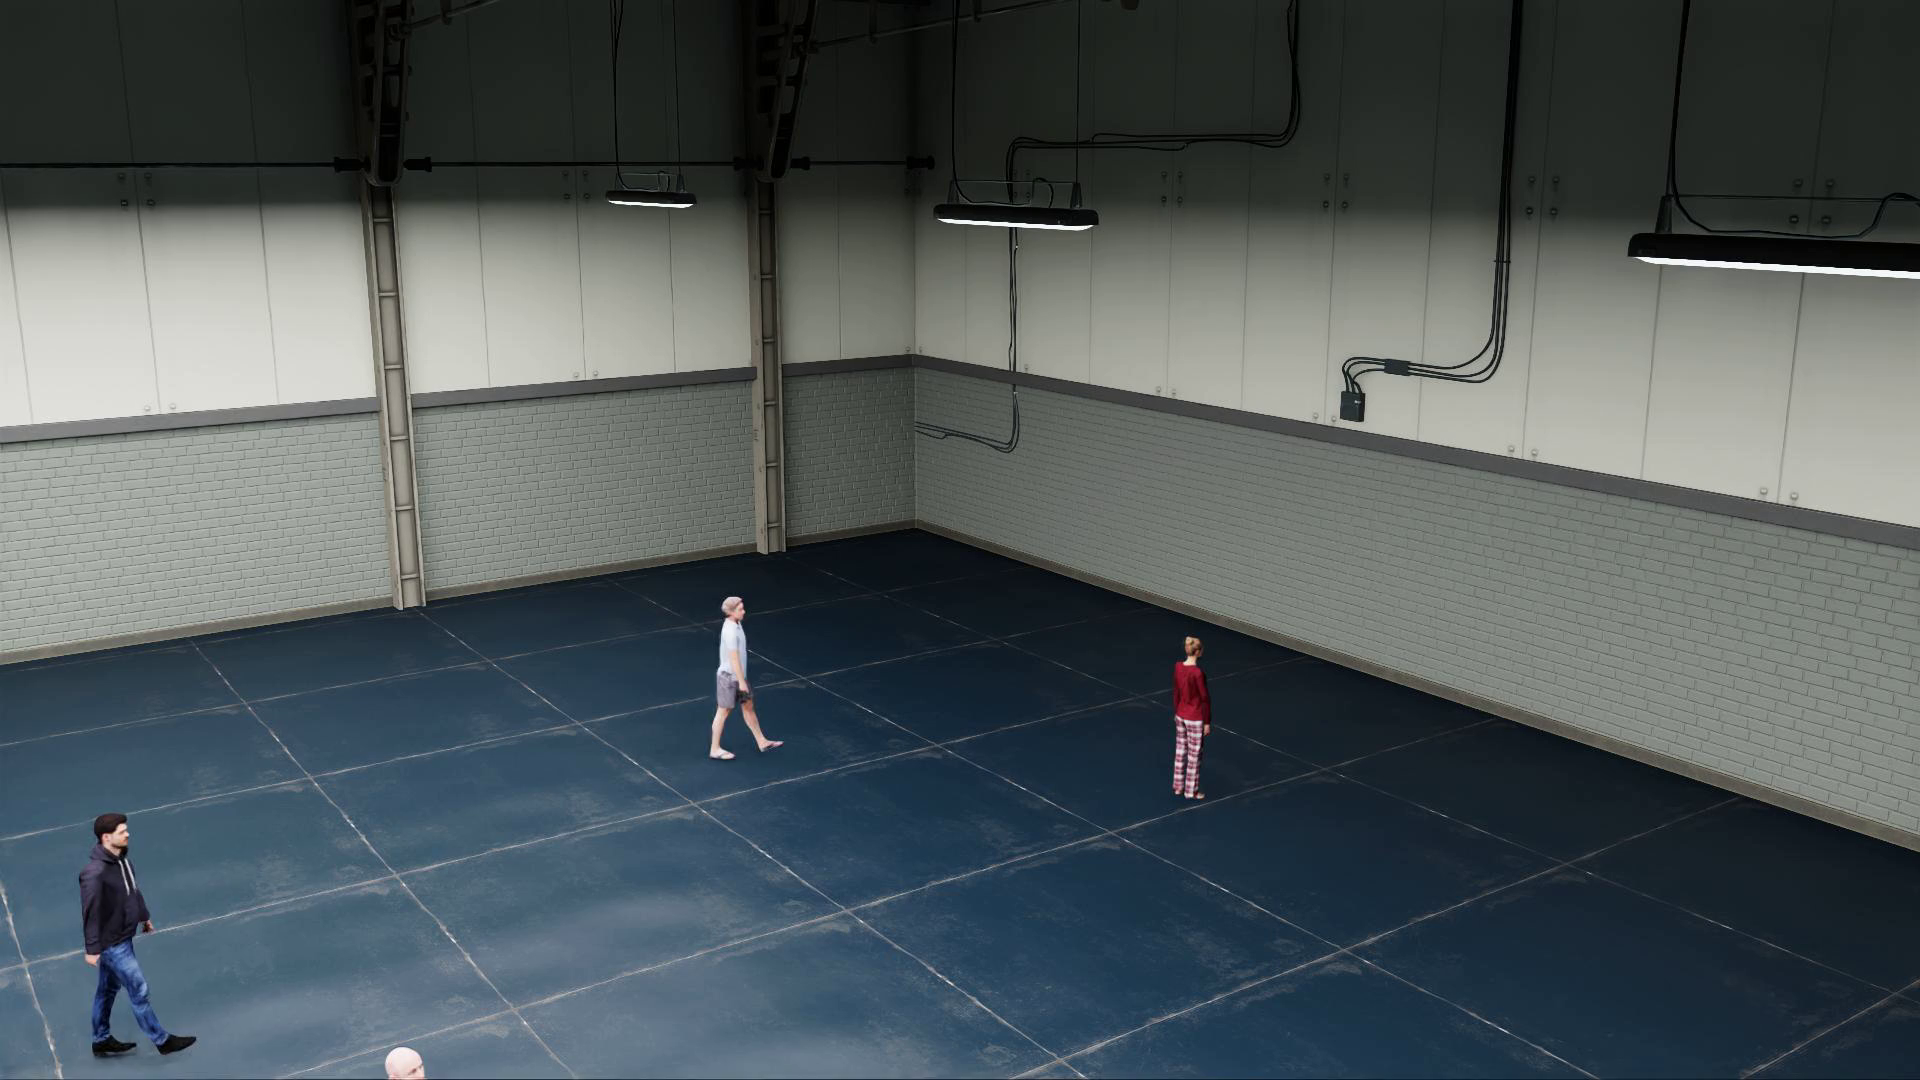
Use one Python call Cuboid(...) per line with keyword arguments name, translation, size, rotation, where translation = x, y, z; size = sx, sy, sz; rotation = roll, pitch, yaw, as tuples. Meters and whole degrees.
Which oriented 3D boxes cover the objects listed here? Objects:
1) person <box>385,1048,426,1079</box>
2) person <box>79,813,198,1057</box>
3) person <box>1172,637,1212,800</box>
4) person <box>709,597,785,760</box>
Cuboid(name="person", translation=(-2.958, 3.573, 8.977), size=(0.818, 1.837, 0.723), rotation=(4, 14, 18))
Cuboid(name="person", translation=(-6.185, 2.867, 11.967), size=(1.142, 1.862, 0.992), rotation=(-1, 13, -6))
Cuboid(name="person", translation=(2.351, 1.796, 16.947), size=(0.486, 1.703, 0.618), rotation=(-9, 16, -33))
Cuboid(name="person", translation=(-2.551, 1.502, 17.995), size=(1.131, 1.802, 1.039), rotation=(1, 13, 4))
